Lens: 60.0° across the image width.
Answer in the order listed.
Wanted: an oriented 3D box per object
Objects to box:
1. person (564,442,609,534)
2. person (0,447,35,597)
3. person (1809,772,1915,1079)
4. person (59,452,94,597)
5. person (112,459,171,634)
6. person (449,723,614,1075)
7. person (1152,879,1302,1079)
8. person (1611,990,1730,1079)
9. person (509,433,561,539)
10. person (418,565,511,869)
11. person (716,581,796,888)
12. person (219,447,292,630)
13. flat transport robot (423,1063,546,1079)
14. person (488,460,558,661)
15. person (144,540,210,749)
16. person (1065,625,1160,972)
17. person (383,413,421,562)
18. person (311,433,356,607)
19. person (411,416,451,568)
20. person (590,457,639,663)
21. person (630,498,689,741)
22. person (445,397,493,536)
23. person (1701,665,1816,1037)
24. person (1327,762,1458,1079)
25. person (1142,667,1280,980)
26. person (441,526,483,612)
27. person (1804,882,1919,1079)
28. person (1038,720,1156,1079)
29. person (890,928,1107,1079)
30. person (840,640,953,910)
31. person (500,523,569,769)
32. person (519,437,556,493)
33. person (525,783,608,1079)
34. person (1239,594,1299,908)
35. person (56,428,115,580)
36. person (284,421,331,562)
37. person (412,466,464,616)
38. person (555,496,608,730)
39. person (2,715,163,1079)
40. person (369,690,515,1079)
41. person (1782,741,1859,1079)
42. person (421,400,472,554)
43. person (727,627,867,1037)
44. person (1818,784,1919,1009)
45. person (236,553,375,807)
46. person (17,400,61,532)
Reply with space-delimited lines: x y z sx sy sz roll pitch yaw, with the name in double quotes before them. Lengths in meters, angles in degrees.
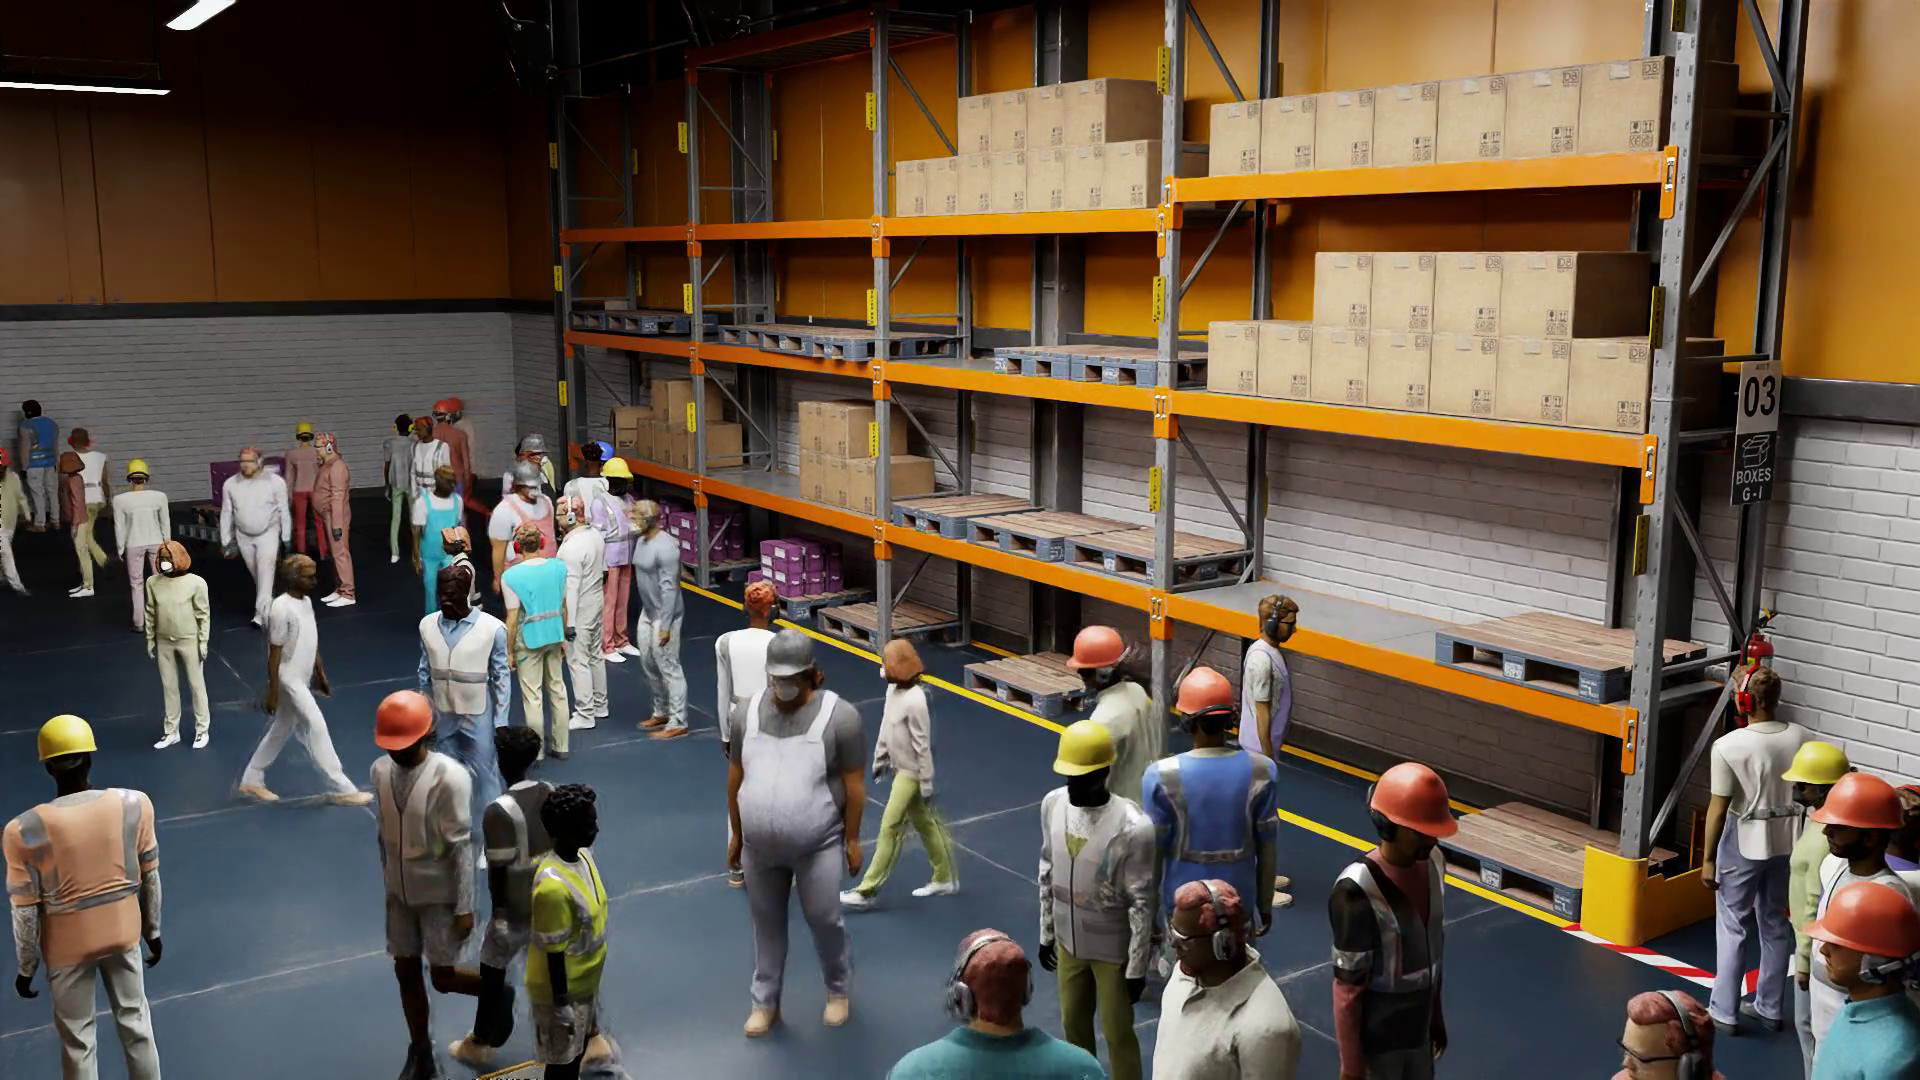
"person" -3.654 -0.003 16.699 0.602 1.957 0.385 -3 10 -15
"person" -10.856 -0.226 18.762 0.857 1.704 0.622 3 10 19
"person" 3.272 1.802 6.146 0.362 1.938 0.545 2 10 9
"person" -9.915 -0.178 18.657 0.284 1.633 0.497 -5 11 -26
"person" -8.275 0.063 16.854 0.525 1.769 0.315 -7 12 -37
"person" -1.992 1.678 7.746 0.840 1.639 0.575 3 10 19
"person" 0.785 1.980 5.234 0.402 1.896 0.652 -3 10 -19
"person" 1.882 2.113 4.463 0.396 1.895 0.651 -3 10 -15
"person" -4.301 -0.090 16.944 0.535 2.000 0.681 0 10 -2
"person" -3.084 1.090 10.380 0.596 1.917 0.372 2 10 13
"person" -1.184 1.178 9.982 0.571 1.878 0.339 4 10 21
"person" -7.245 -0.014 17.025 0.664 1.852 0.988 -1 10 -3
"flat transport robot" -1.736 2.513 6.852 0.652 0.197 1.431 -7 12 -37
"person" -4.000 0.224 15.106 0.770 2.000 0.699 5 11 27
"person" -6.049 0.808 12.869 0.499 1.633 0.286 0 10 1
"person" 0.762 1.389 8.465 0.439 1.969 0.636 4 11 24
"person" -6.931 -0.646 20.782 0.524 1.855 0.379 -1 10 -4
"person" -6.859 -0.223 18.162 0.399 1.899 0.635 -5 11 -26
"person" -6.451 -0.579 20.301 0.591 1.878 0.360 4 10 23
"person" -3.231 0.180 15.689 0.359 1.930 0.587 4 10 21
"person" -2.378 0.619 13.144 0.382 1.926 0.642 -6 12 -33
"person" -6.540 -0.928 22.088 0.636 1.965 0.663 9 13 44
"person" 3.870 1.521 8.097 0.561 1.836 0.395 -3 10 -16
"person" 1.582 1.776 6.037 0.613 2.031 0.403 -9 13 -43
"person" 1.077 1.560 7.293 0.607 2.036 0.412 -1 10 -4
"person" -4.053 0.691 13.571 0.314 1.633 0.518 -3 10 -20
"person" 2.658 1.977 4.944 0.390 1.995 0.613 4 10 22
"person" 0.549 1.675 6.952 0.586 1.919 0.406 9 13 43
"person" 0.101 2.074 4.719 0.664 1.883 0.627 0 10 2
"person" -0.381 1.368 9.715 0.817 1.588 0.516 -3 10 -16
"person" -3.142 0.790 12.373 0.396 1.840 0.564 8 12 38
"person" -4.706 -0.245 18.480 0.430 1.837 0.629 1 10 5
"person" -1.600 1.813 6.813 0.321 1.689 0.529 0 10 2
"person" 1.819 1.226 9.813 0.346 1.841 0.506 2 10 10
"person" -10.256 -0.415 19.556 0.814 1.810 0.581 6 11 33
"person" -8.104 -0.594 20.703 0.530 1.772 0.299 -1 10 -7
"person" -5.041 0.178 16.127 0.565 1.781 0.961 -6 11 -31
"person" -3.088 0.582 13.435 0.399 1.900 0.648 1 10 7
"person" -3.646 1.674 6.956 0.584 1.918 0.381 -9 13 -44
"person" -2.385 1.570 7.593 0.576 1.907 0.647 4 10 23
"person" 3.662 1.722 7.146 0.339 1.761 0.528 6 12 33
"person" -6.531 -0.782 21.158 0.612 1.990 0.392 -1 10 -8
"person" -0.827 1.414 8.117 0.690 2.000 0.535 2 10 14
"person" 3.498 1.822 6.294 0.386 1.845 0.568 -6 11 -30
"person" -4.594 0.972 11.476 1.003 1.791 0.523 -1 10 -3
"person" -12.780 -1.028 23.058 0.429 1.838 0.621 3 10 16
